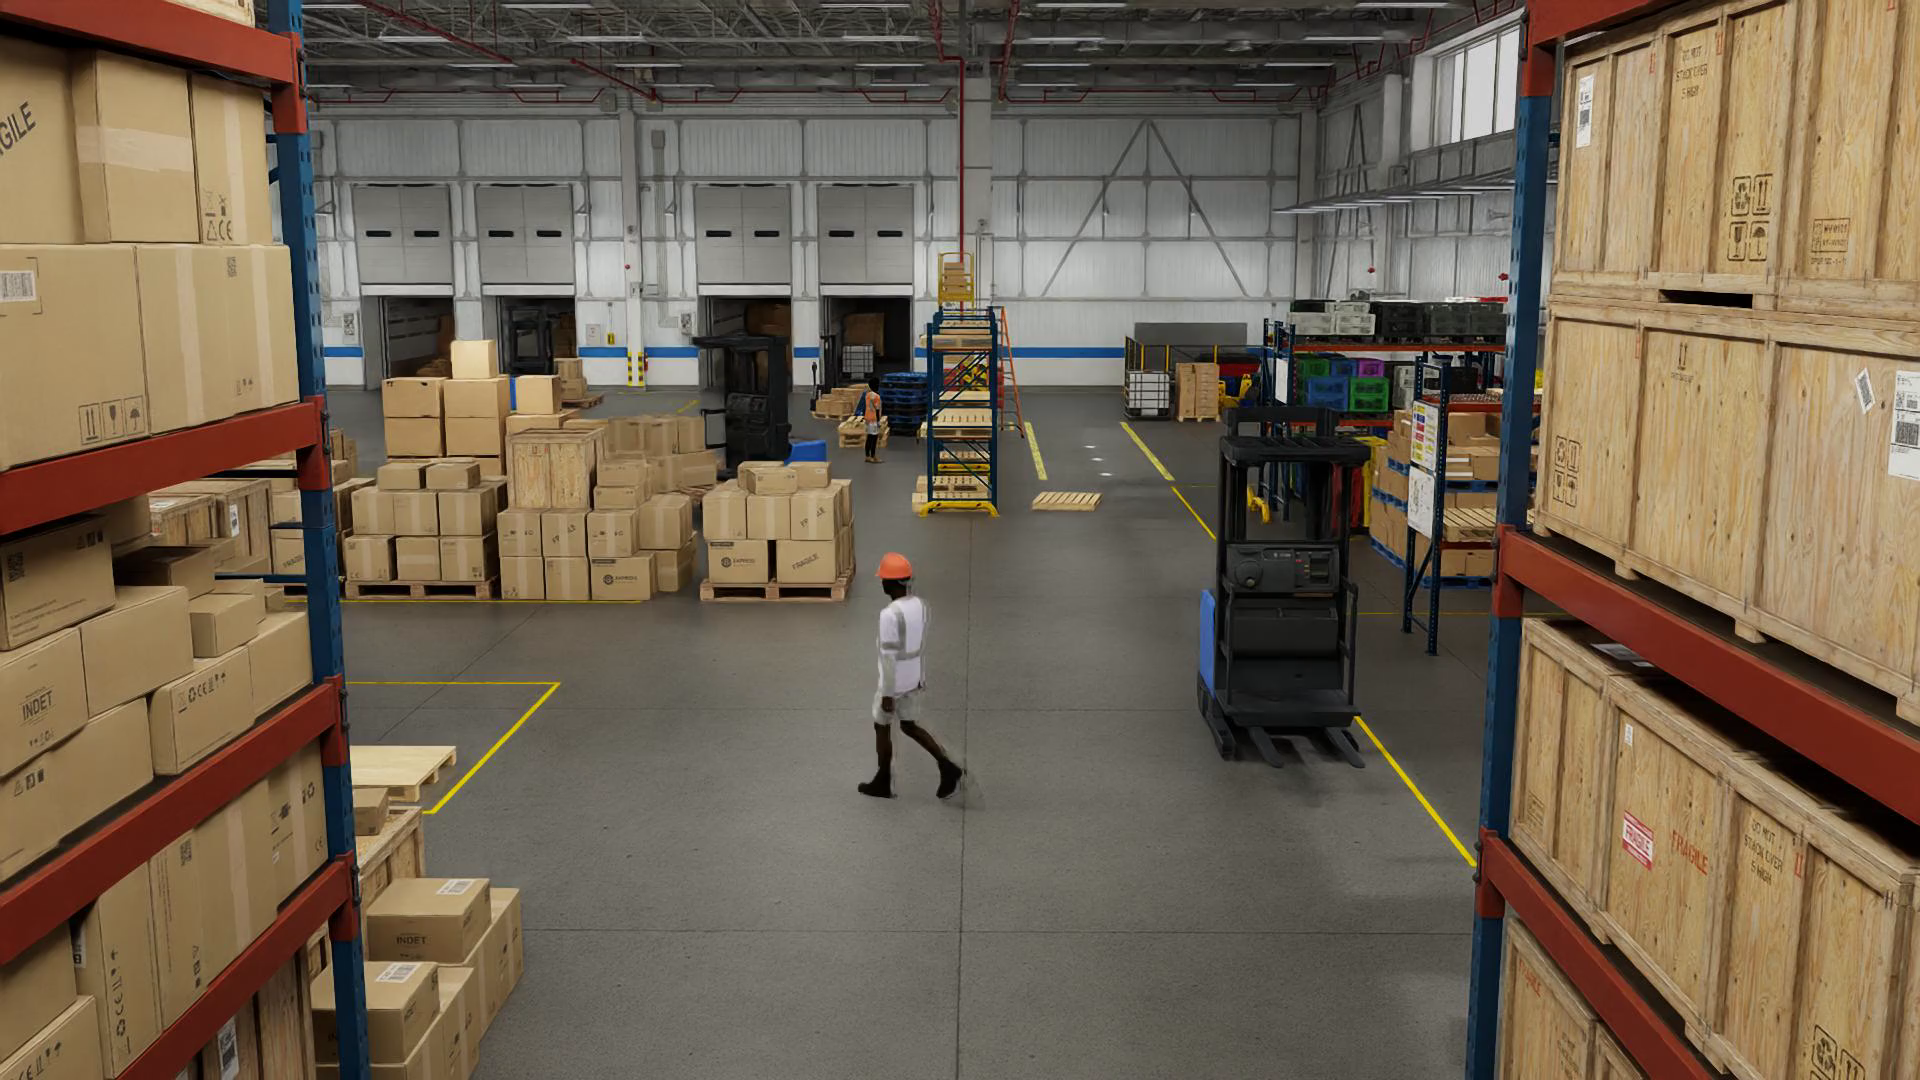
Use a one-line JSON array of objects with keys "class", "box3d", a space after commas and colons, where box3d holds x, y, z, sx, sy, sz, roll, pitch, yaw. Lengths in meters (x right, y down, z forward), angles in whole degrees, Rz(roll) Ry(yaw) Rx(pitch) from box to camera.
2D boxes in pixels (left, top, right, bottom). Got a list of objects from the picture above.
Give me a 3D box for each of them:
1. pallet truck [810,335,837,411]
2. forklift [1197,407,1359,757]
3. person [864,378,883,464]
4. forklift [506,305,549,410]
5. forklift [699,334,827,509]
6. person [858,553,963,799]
[{"class": "pallet truck", "box3d": [-3.021, -4.312, 43.126, 1.885, 1.965, 0.823, 3, 10, 17]}, {"class": "forklift", "box3d": [2.693, 0.257, 14.220, 1.129, 2.768, 1.873, 0, 10, 1]}, {"class": "person", "box3d": [-1.705, -2.348, 32.689, 0.322, 1.689, 0.530, -4, 11, -23]}, {"class": "forklift", "box3d": [-10.735, -4.452, 41.385, 1.129, 2.768, 1.873, 0, 10, 1]}, {"class": "forklift", "box3d": [-3.126, -1.901, 26.671, 1.129, 2.768, 1.873, 9, 13, 41]}, {"class": "person", "box3d": [-0.395, 1.044, 12.486, 0.792, 1.913, 0.549, 6, 11, 30]}]
